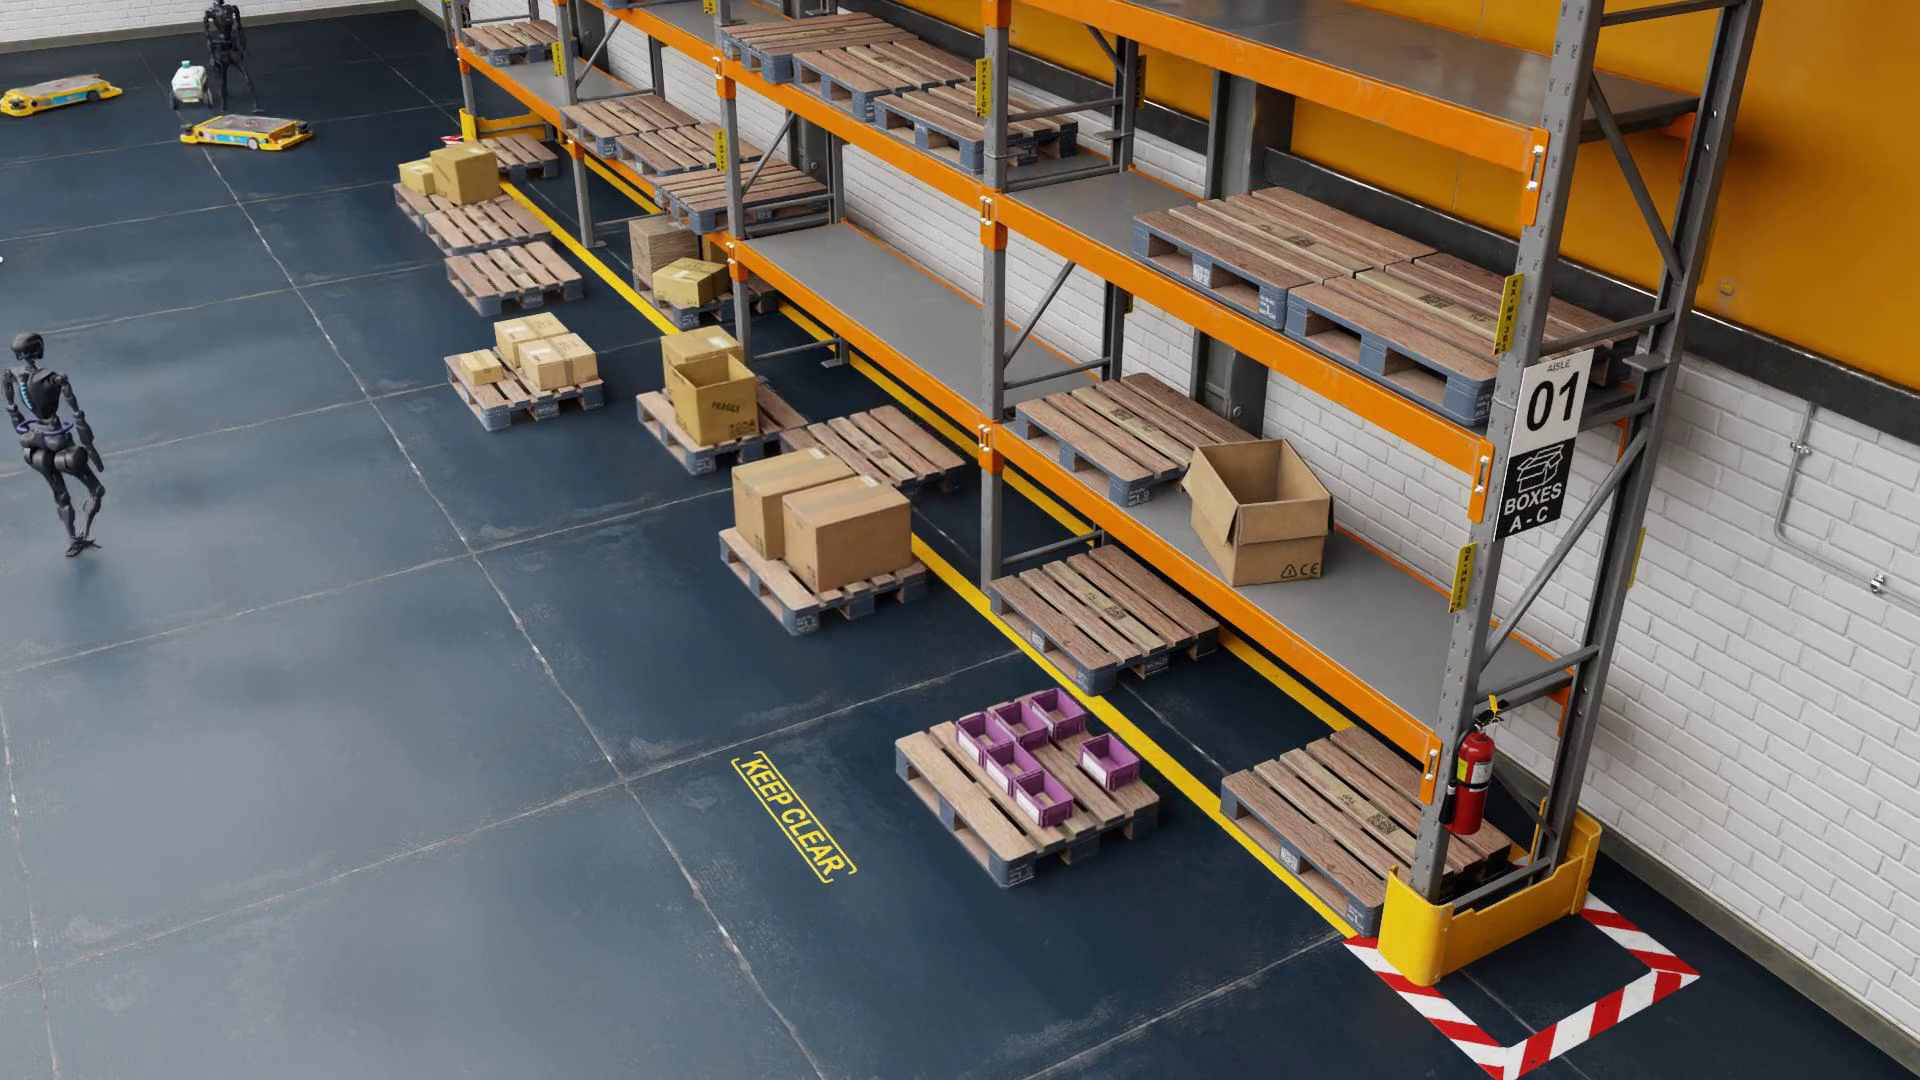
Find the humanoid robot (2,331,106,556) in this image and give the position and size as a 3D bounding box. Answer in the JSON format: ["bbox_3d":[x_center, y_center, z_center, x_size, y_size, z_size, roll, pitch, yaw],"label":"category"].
[{"bbox_3d":[-6.205,-0.651,11.356,0.601,1.650,0.363,5,30,9],"label":"humanoid robot"}]

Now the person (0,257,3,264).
[{"bbox_3d":[-9.866,-3.482,16.323,0.465,1.706,0.368,-5,30,-9],"label":"person"}]

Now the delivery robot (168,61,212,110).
[{"bbox_3d":[-10.147,-5.987,21.930,0.499,0.613,0.807,-8,30,-13],"label":"delivery robot"}]

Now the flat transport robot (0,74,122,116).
[{"bbox_3d":[-11.974,-5.900,22.048,0.659,0.231,1.431,21,36,32],"label":"flat transport robot"}]

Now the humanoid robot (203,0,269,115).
[{"bbox_3d":[-9.328,-6.235,21.234,0.729,1.631,0.610,17,34,27],"label":"humanoid robot"}]

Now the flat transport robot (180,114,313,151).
[{"bbox_3d":[-8.798,-5.027,20.507,1.431,0.231,0.659,8,31,14],"label":"flat transport robot"}]
